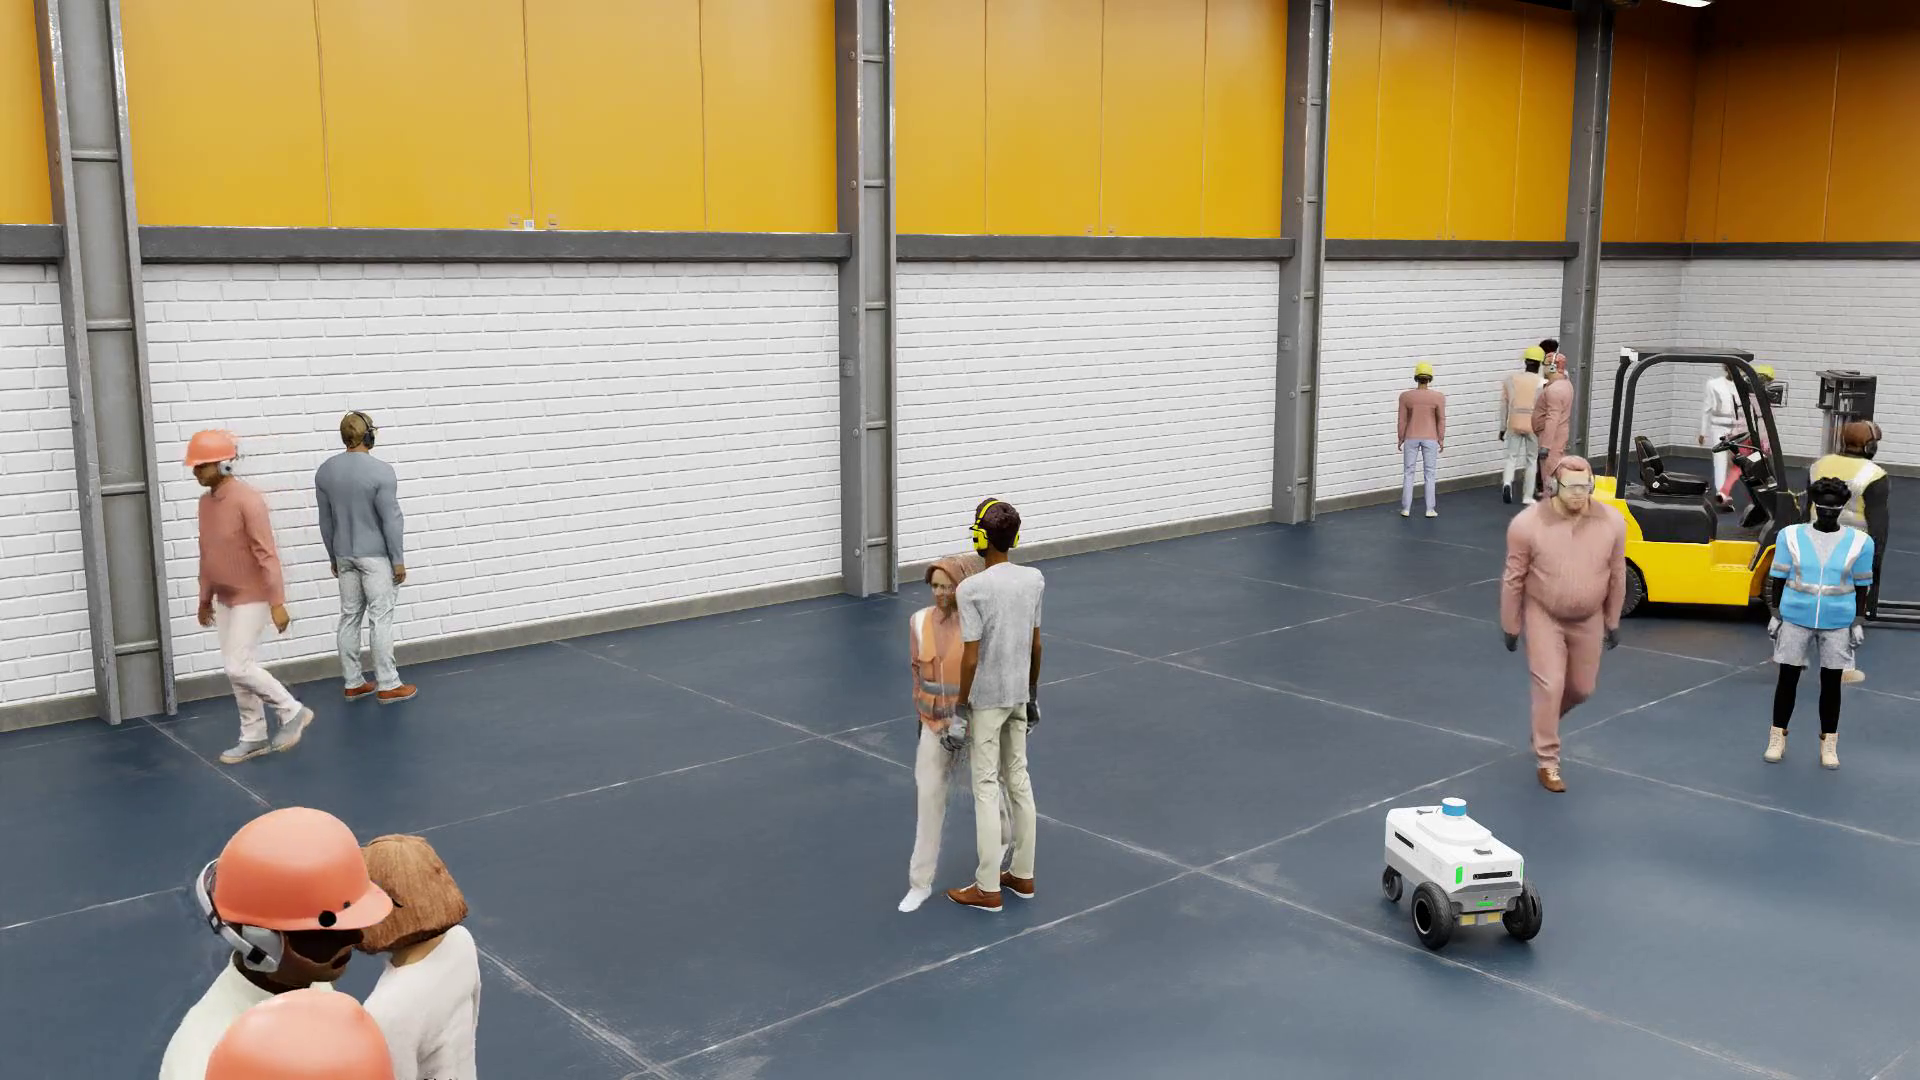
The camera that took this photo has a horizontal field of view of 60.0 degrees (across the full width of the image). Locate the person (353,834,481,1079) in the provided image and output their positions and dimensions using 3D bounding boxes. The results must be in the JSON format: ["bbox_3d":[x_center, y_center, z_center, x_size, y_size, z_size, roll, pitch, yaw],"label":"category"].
[{"bbox_3d":[-1.255,1.479,3.889,0.269,1.629,0.516,1,10,5],"label":"person"}]

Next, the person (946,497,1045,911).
[{"bbox_3d":[0.156,0.739,7.516,0.524,1.871,0.325,-9,13,-42],"label":"person"}]

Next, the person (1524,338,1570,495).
[{"bbox_3d":[7.123,-1.488,20.295,0.650,1.949,0.630,-7,12,-35],"label":"person"}]

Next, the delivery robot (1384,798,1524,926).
[{"bbox_3d":[2.165,1.380,7.327,0.477,0.478,0.707,-2,10,-12],"label":"delivery robot"}]

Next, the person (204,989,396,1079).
[{"bbox_3d":[-0.933,1.575,2.430,0.376,1.933,0.551,-2,10,-13],"label":"person"}]

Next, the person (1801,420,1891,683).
[{"bbox_3d":[6.064,0.087,11.453,0.513,1.832,0.631,-3,10,-16],"label":"person"}]

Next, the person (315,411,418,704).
[{"bbox_3d":[-3.915,0.117,10.953,0.627,1.940,0.373,4,10,20],"label":"person"}]

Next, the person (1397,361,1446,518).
[{"bbox_3d":[5.192,-1.127,18.730,0.531,1.772,0.301,3,10,19],"label":"person"}]

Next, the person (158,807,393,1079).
[{"bbox_3d":[-1.283,1.437,3.136,0.512,1.964,0.644,0,10,-1],"label":"person"}]

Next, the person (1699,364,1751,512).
[{"bbox_3d":[8.894,-1.241,19.216,0.587,1.822,1.017,2,10,10],"label":"person"}]

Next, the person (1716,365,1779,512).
[{"bbox_3d":[9.044,-1.153,19.091,0.849,1.712,0.533,-7,12,-35],"label":"person"}]

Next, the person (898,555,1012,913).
[{"bbox_3d":[0.007,0.849,7.718,0.513,1.607,0.858,5,11,28],"label":"person"}]

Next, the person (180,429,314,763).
[{"bbox_3d":[-4.162,0.335,9.590,0.683,1.968,0.520,7,12,37],"label":"person"}]

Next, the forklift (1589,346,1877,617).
[{"bbox_3d":[6.109,-0.478,13.691,2.313,2.155,1.214,3,10,16],"label":"forklift"}]

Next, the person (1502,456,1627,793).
[{"bbox_3d":[3.366,0.422,9.368,0.671,1.873,0.731,0,10,3],"label":"person"}]

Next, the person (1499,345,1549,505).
[{"bbox_3d":[6.636,-1.332,19.541,0.617,1.902,0.667,7,12,34],"label":"person"}]

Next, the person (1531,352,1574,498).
[{"bbox_3d":[6.386,-1.073,18.015,0.409,1.909,0.640,5,11,29],"label":"person"}]

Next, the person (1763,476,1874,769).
[{"bbox_3d":[4.942,0.470,9.595,0.533,1.696,0.318,5,11,26],"label":"person"}]
